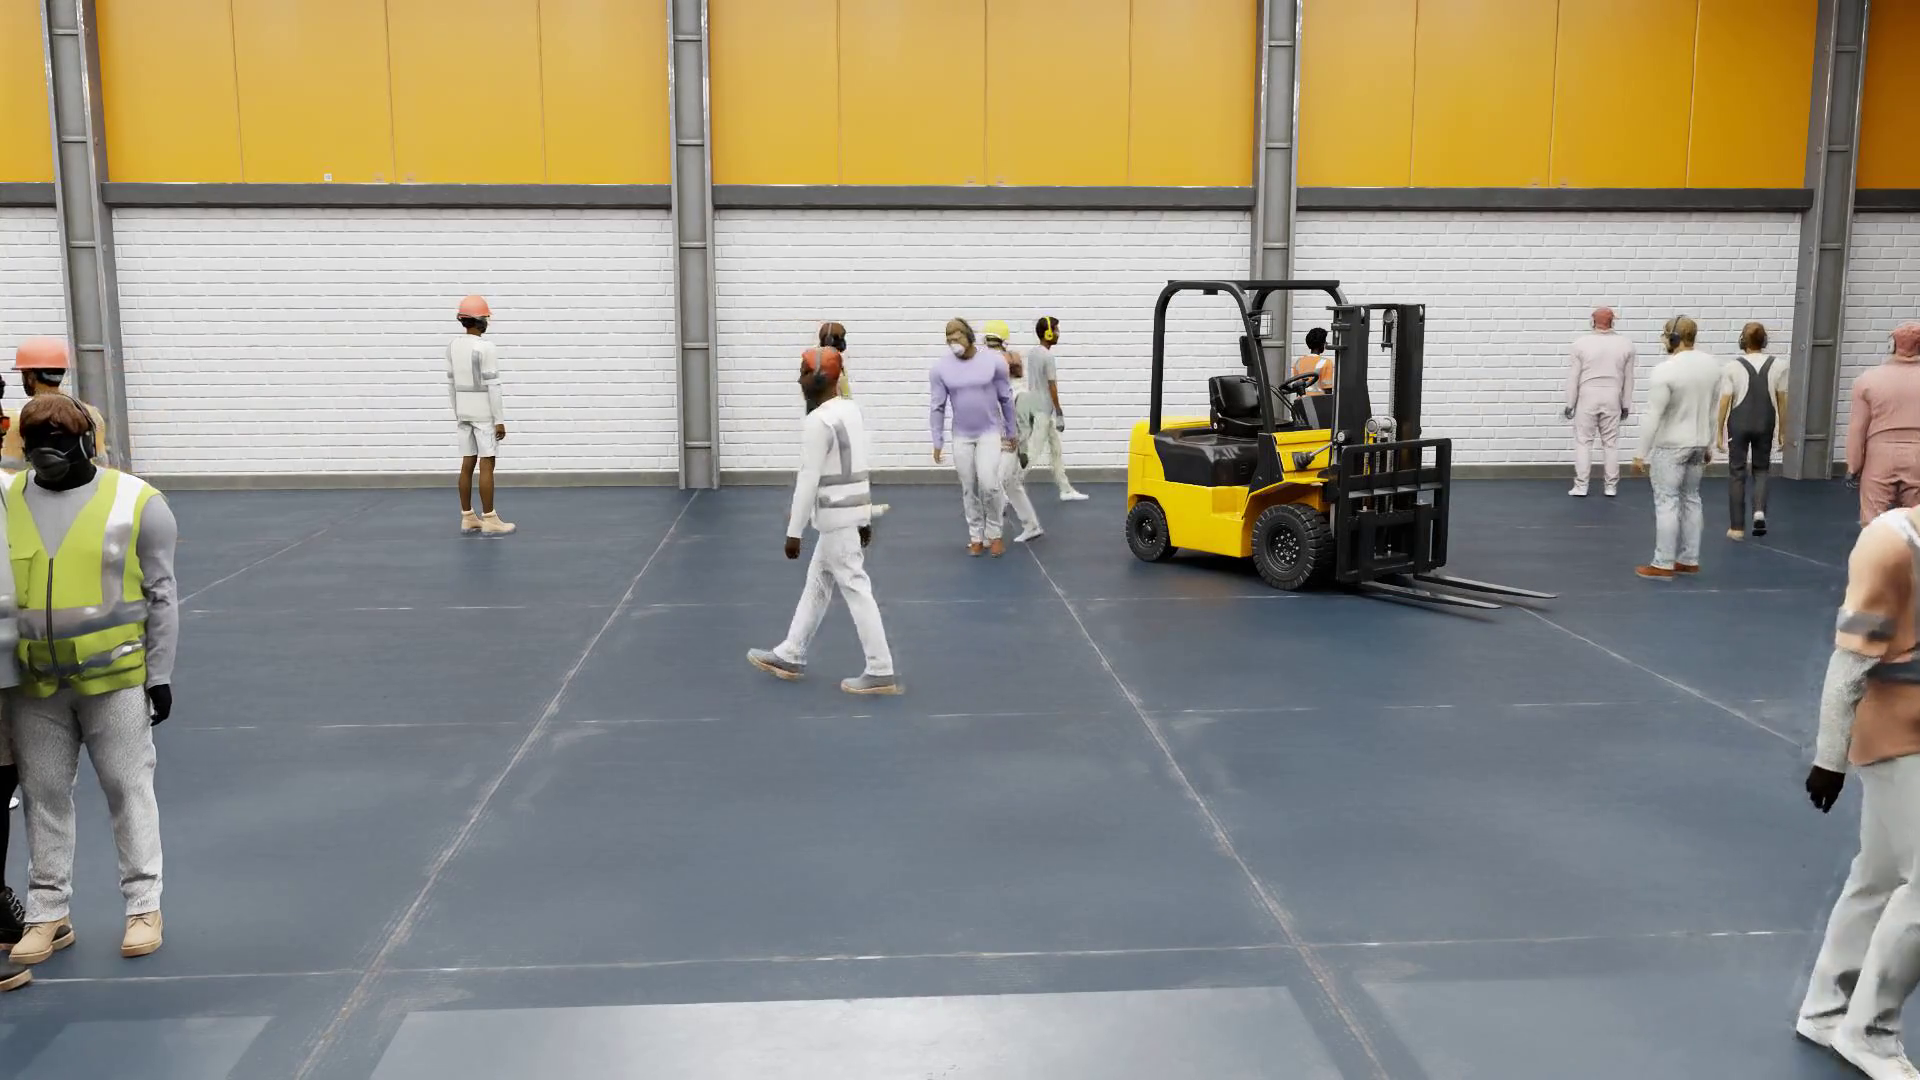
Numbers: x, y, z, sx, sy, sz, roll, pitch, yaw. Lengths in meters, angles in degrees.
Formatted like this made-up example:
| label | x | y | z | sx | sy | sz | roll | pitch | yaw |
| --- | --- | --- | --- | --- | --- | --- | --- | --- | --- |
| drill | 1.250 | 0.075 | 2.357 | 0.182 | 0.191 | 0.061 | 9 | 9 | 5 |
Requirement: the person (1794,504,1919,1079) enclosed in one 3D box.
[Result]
| label | x | y | z | sx | sy | sz | roll | pitch | yaw |
| --- | --- | --- | --- | --- | --- | --- | --- | --- | --- |
| person | 2.646 | 0.558 | 4.535 | 0.626 | 1.886 | 0.587 | -6 | 11 | -35 |

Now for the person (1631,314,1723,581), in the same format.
| label | x | y | z | sx | sy | sz | roll | pitch | yaw |
| --- | --- | --- | --- | --- | --- | --- | --- | --- | --- |
| person | 5.187 | -0.659 | 12.033 | 0.647 | 1.936 | 0.405 | -5 | 10 | -27 |

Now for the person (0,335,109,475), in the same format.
| label | x | y | z | sx | sy | sz | roll | pitch | yaw |
| --- | --- | --- | --- | --- | --- | --- | --- | --- | --- |
| person | -4.598 | -0.095 | 8.578 | 0.773 | 1.915 | 0.545 | 4 | 10 | 22 |

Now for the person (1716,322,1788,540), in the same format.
| label | x | y | z | sx | sy | sz | roll | pitch | yaw |
| --- | --- | --- | --- | --- | --- | --- | --- | --- | --- |
| person | 6.589 | -0.900 | 13.866 | 0.545 | 1.828 | 0.413 | 2 | 9 | 13 |

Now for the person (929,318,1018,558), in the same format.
| label | x | y | z | sx | sy | sz | roll | pitch | yaw |
| --- | --- | --- | --- | --- | --- | --- | --- | --- | --- |
| person | 0.101 | -0.787 | 12.982 | 0.657 | 1.887 | 0.586 | 2 | 9 | 13 |

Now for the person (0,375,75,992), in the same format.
| label | x | y | z | sx | sy | sz | roll | pitch | yaw |
| --- | --- | --- | --- | --- | --- | --- | --- | --- | --- |
| person | -3.084 | 0.409 | 5.220 | 0.367 | 1.964 | 0.609 | 0 | 9 | -2 |

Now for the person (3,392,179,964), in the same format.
| label | x | y | z | sx | sy | sz | roll | pitch | yaw |
| --- | --- | --- | --- | --- | --- | --- | --- | --- | --- |
| person | -2.859 | 0.446 | 5.384 | 0.627 | 1.844 | 0.429 | -2 | 9 | -11 |

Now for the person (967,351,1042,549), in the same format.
| label | x | y | z | sx | sy | sz | roll | pitch | yaw |
| --- | --- | --- | --- | --- | --- | --- | --- | --- | --- |
| person | 0.382 | -0.747 | 13.605 | 0.738 | 1.608 | 0.515 | -3 | 10 | -21 |

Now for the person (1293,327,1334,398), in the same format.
| label | x | y | z | sx | sy | sz | roll | pitch | yaw |
| --- | --- | --- | --- | --- | --- | --- | --- | --- | --- |
| person | 3.576 | -1.301 | 16.829 | 0.320 | 1.694 | 0.532 | -5 | 10 | -28 |

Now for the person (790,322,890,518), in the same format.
| label | x | y | z | sx | sy | sz | roll | pitch | yaw |
| --- | --- | --- | --- | --- | --- | --- | --- | --- | --- |
| person | -1.122 | -1.067 | 15.044 | 0.977 | 1.787 | 0.654 | 2 | 9 | 10 |

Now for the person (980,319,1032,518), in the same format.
| label | x | y | z | sx | sy | sz | roll | pitch | yaw |
| --- | --- | --- | --- | --- | --- | --- | --- | --- | --- |
| person | 0.350 | -1.094 | 15.156 | 0.600 | 1.813 | 0.482 | 6 | 11 | 32 |

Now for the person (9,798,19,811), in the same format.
| label | x | y | z | sx | sy | sz | roll | pitch | yaw |
| --- | --- | --- | --- | --- | --- | --- | --- | --- | --- |
| person | -4.409 | 0.245 | 6.580 | 0.969 | 1.867 | 0.656 | -6 | 11 | -31 |

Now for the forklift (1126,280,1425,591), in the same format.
| label | x | y | z | sx | sy | sz | roll | pitch | yaw |
| --- | --- | --- | --- | --- | --- | --- | --- | --- | --- |
| forklift | 2.301 | -0.860 | 12.475 | 1.214 | 2.155 | 2.313 | -6 | 11 | -35 |

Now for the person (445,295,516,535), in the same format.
| label | x | y | z | sx | sy | sz | roll | pitch | yaw |
| --- | --- | --- | --- | --- | --- | --- | --- | --- | --- |
| person | -4.110 | -1.065 | 14.224 | 0.607 | 2.048 | 0.368 | 6 | 11 | 34 |

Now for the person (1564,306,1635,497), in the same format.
| label | x | y | z | sx | sy | sz | roll | pitch | yaw |
| --- | --- | --- | --- | --- | --- | --- | --- | --- | --- |
| person | 6.364 | -1.371 | 16.596 | 0.651 | 1.905 | 0.402 | 1 | 9 | 4 |

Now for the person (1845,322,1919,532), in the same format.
| label | x | y | z | sx | sy | sz | roll | pitch | yaw |
| --- | --- | --- | --- | --- | --- | --- | --- | --- | --- |
| person | 6.267 | -0.496 | 11.097 | 0.651 | 1.906 | 0.403 | 4 | 10 | 22 |

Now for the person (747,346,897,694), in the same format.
| label | x | y | z | sx | sy | sz | roll | pitch | yaw |
| --- | --- | --- | --- | --- | --- | --- | --- | --- | --- |
| person | -0.756 | -0.100 | 8.820 | 0.954 | 1.831 | 0.602 | 2 | 9 | 14 |

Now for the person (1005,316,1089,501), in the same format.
| label | x | y | z | sx | sy | sz | roll | pitch | yaw |
| --- | --- | --- | --- | --- | --- | --- | --- | --- | --- |
| person | 0.811 | -1.256 | 16.148 | 0.847 | 1.847 | 0.556 | -3 | 9 | -16 |
